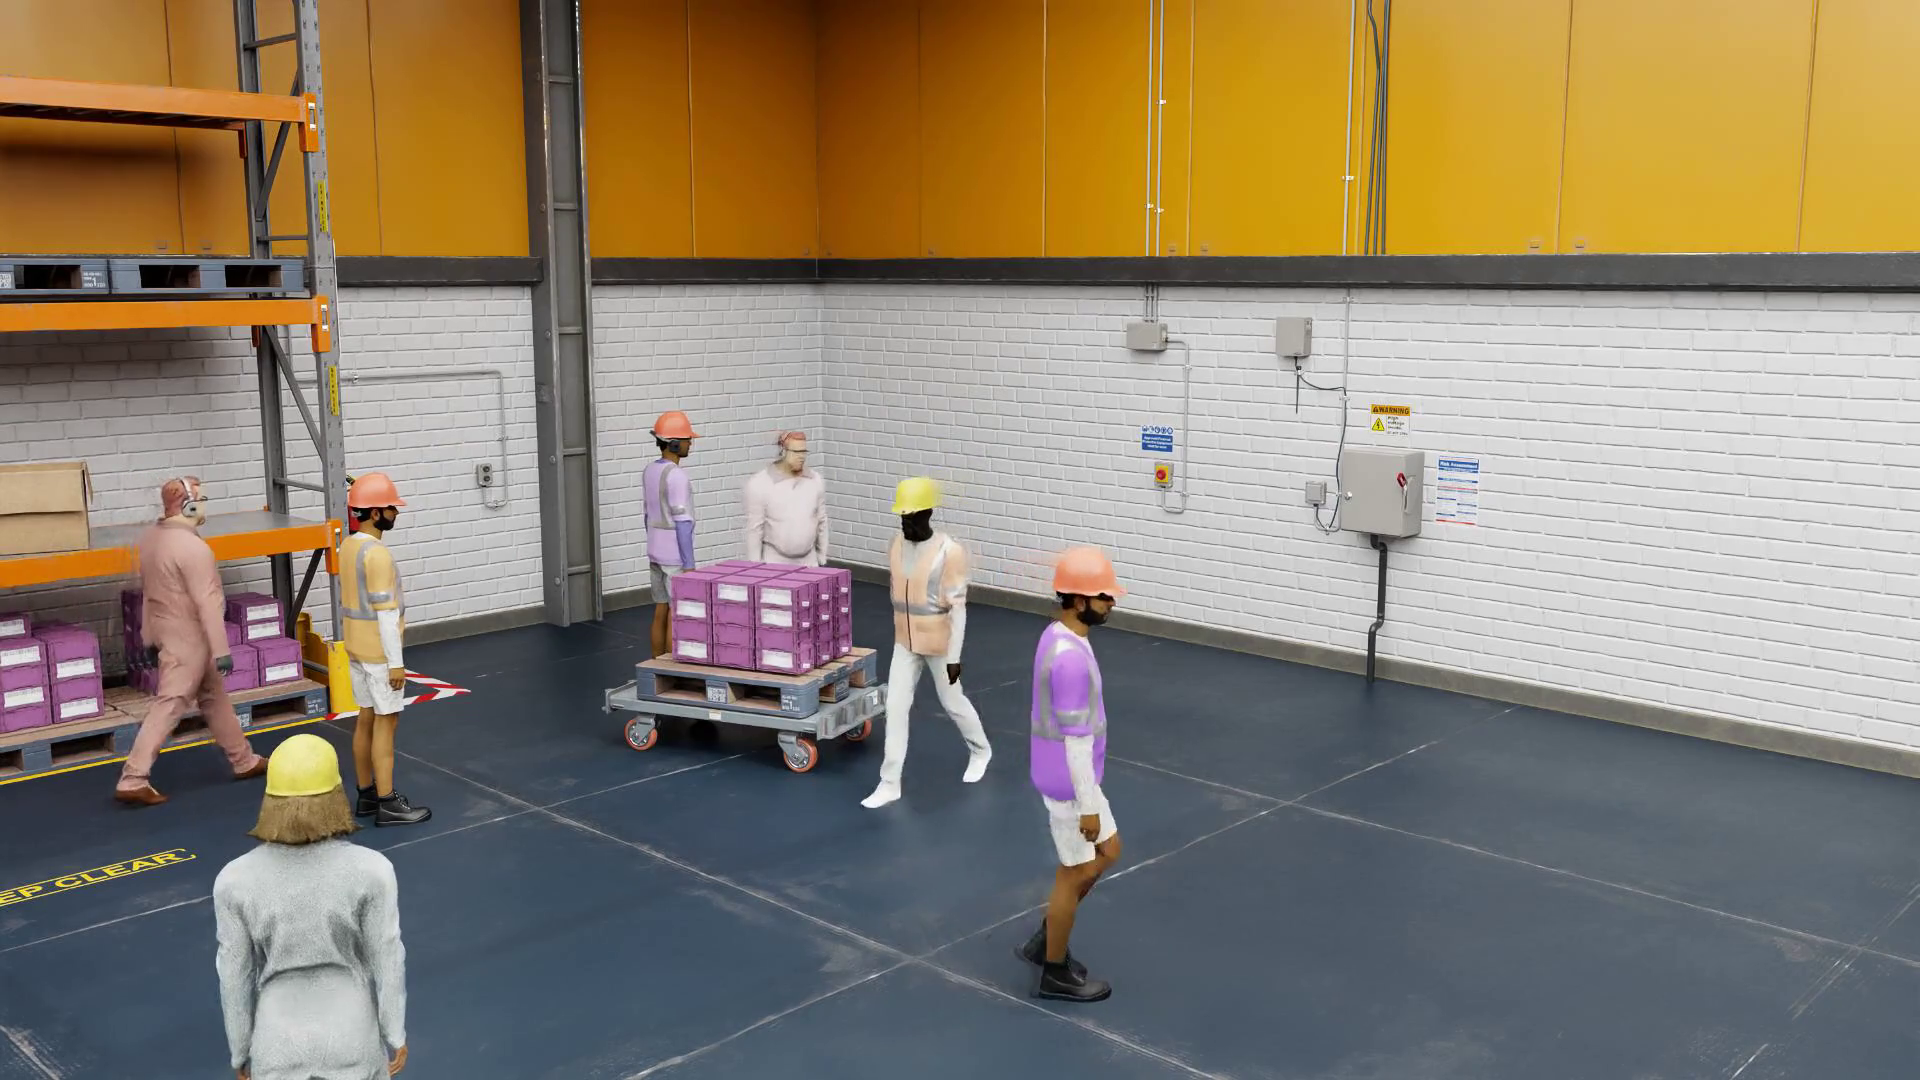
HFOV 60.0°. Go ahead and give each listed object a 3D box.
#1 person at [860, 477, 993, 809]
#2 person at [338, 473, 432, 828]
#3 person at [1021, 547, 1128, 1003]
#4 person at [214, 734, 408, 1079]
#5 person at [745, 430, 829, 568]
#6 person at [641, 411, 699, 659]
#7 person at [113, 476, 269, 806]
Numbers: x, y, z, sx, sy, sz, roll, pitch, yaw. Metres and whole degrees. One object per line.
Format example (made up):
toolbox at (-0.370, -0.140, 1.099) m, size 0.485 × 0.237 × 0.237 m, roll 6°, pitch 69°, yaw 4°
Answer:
person at (-0.154, 0.550, 9.581) m, size 0.598 × 1.878 × 0.996 m, roll 7°, pitch 12°, yaw 37°
person at (-3.165, 0.596, 9.086) m, size 0.358 × 1.938 × 0.548 m, roll -8°, pitch 12°, yaw -40°
person at (0.494, 0.972, 6.830) m, size 0.410 × 1.917 × 0.564 m, roll 0°, pitch 9°, yaw 1°
person at (-1.820, 1.405, 4.727) m, size 0.492 × 1.740 × 0.324 m, roll -2°, pitch 10°, yaw -13°
person at (-1.267, 0.138, 12.071) m, size 0.684 × 1.887 × 0.520 m, roll -5°, pitch 11°, yaw -30°
person at (-2.011, 0.110, 11.740) m, size 0.383 × 2.045 × 0.605 m, roll -6°, pitch 11°, yaw -32°
person at (-4.432, 0.565, 9.529) m, size 1.007 × 1.865 × 0.666 m, roll -9°, pitch 13°, yaw -44°
